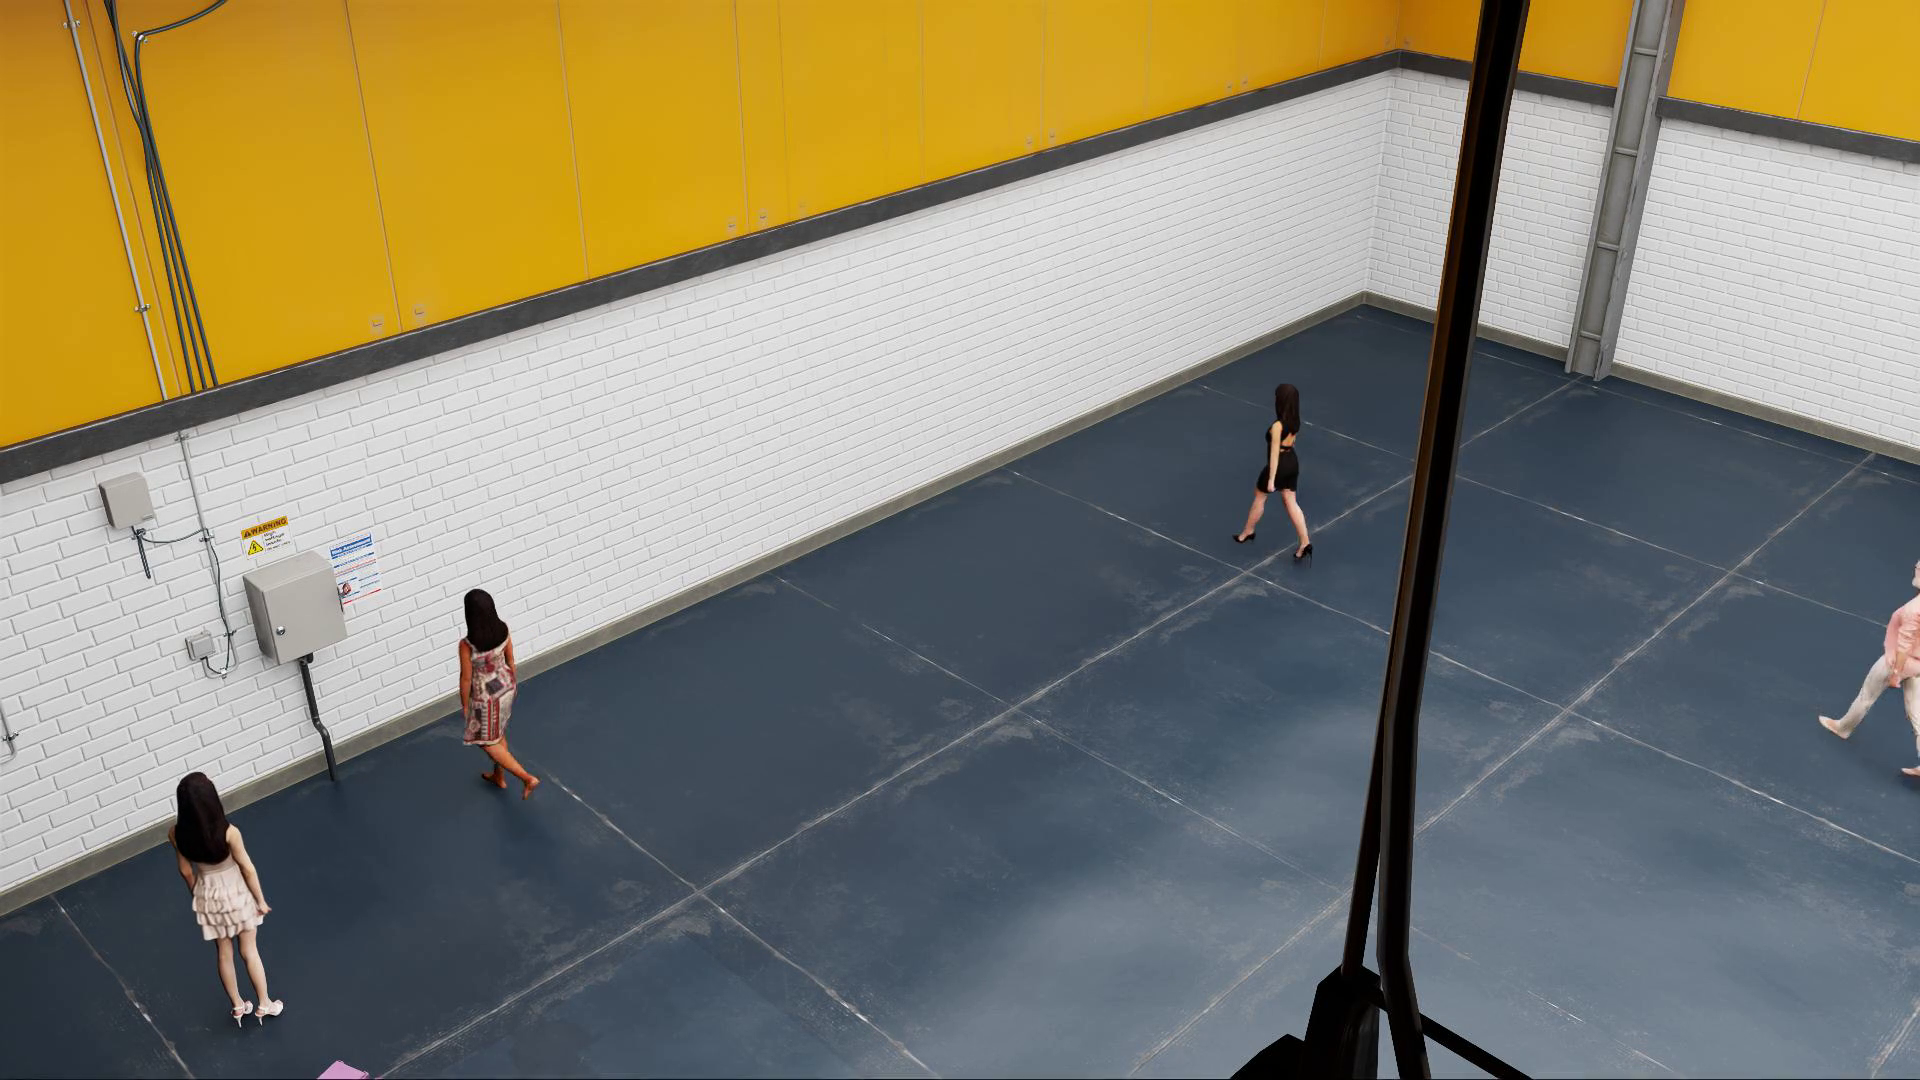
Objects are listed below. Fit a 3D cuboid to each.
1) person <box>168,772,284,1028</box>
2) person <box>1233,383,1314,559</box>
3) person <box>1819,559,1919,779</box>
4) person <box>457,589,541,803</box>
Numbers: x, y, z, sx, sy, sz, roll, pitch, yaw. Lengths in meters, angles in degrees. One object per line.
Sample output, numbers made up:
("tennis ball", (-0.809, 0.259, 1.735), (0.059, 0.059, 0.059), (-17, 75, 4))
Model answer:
("person", (-4.182, 2.062, 9.455), (0.658, 1.739, 0.723), (1, 29, 1))
("person", (2.849, -0.548, 14.374), (0.575, 1.611, 0.986), (-24, 37, -37))
("person", (6.704, 0.914, 11.625), (0.901, 1.677, 1.242), (-12, 31, -22))
("person", (-3.155, 1.093, 11.344), (0.962, 1.632, 0.771), (17, 33, 28))
